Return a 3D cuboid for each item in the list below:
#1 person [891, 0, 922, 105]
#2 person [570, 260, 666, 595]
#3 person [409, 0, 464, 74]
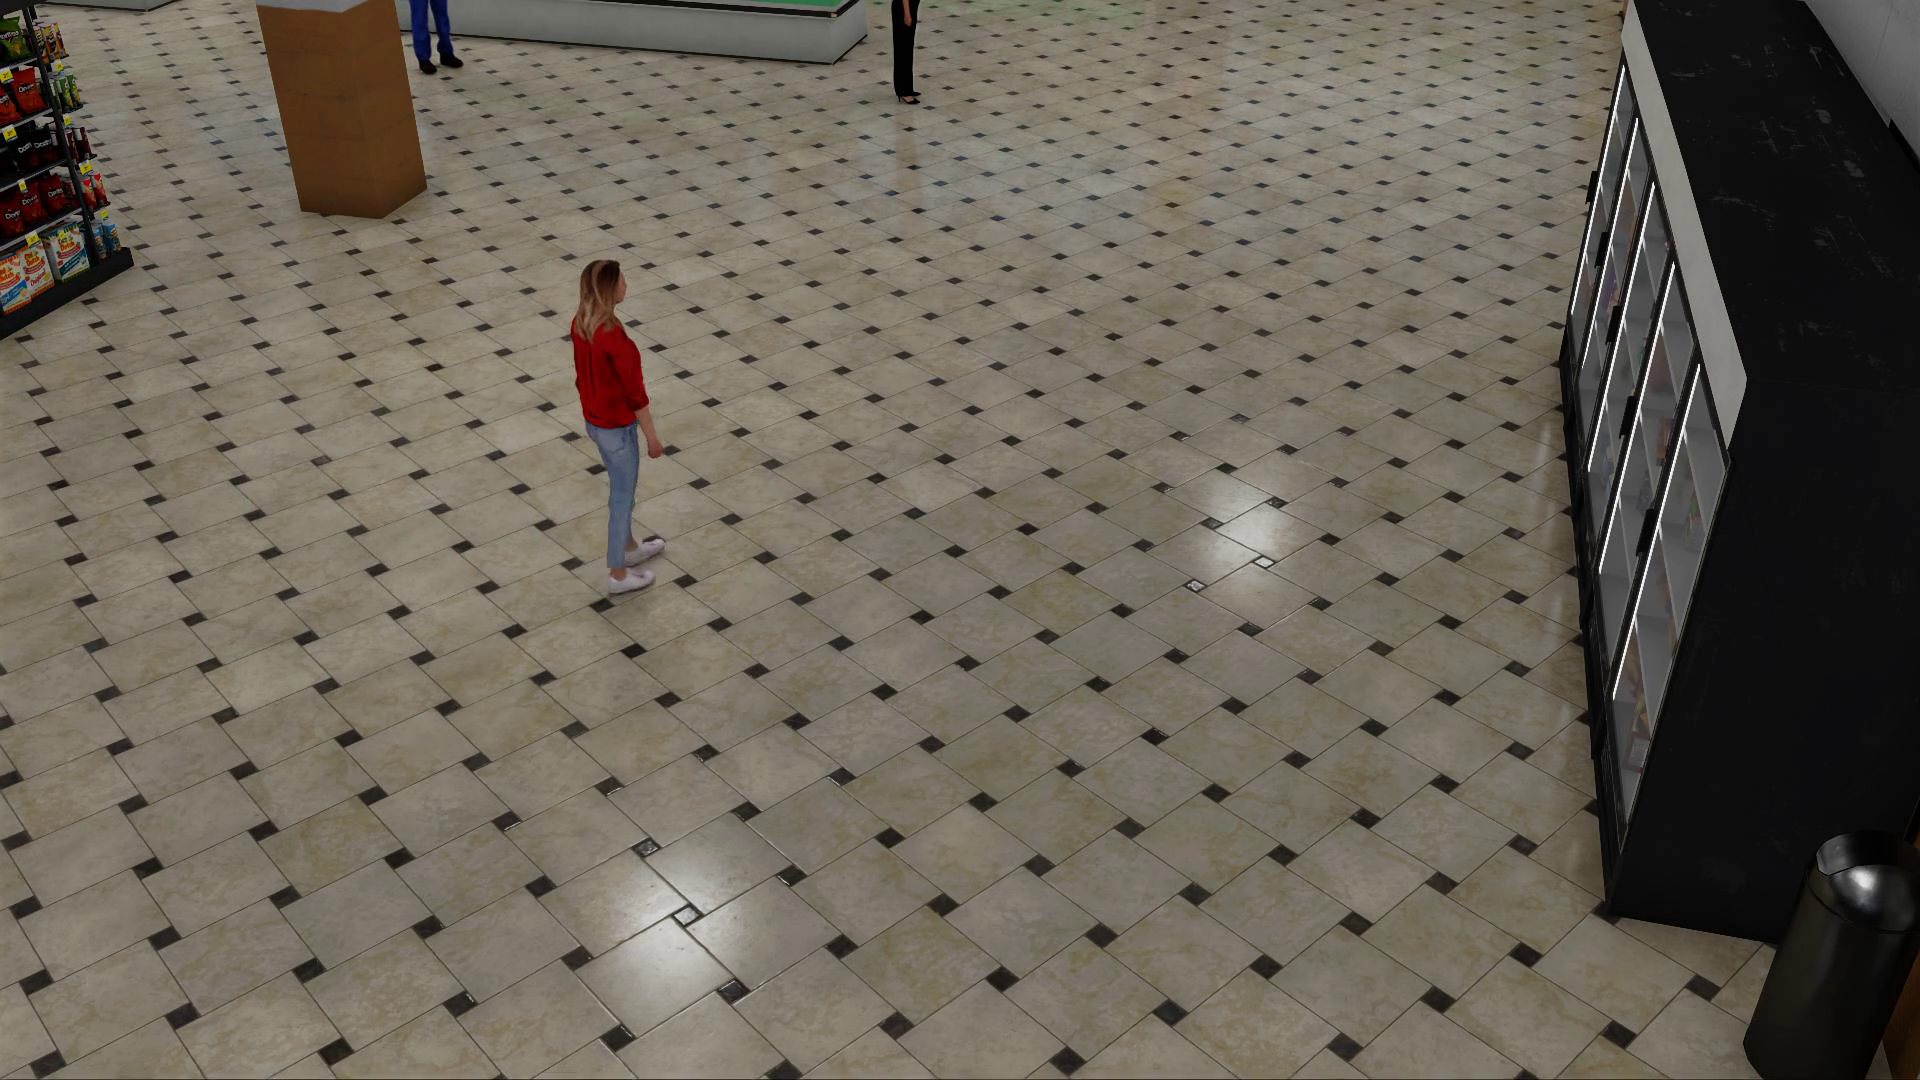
[{"bbox_3d":[-0.492,-4.734,14.850,0.574,1.604,0.618,1,32,2],"label":"person"},{"bbox_3d":[-1.686,-0.527,7.992,0.844,1.705,0.775,-26,40,-35],"label":"person"},{"bbox_3d":[-5.033,-5.334,15.621,0.751,1.809,0.745,28,41,37],"label":"person"}]
